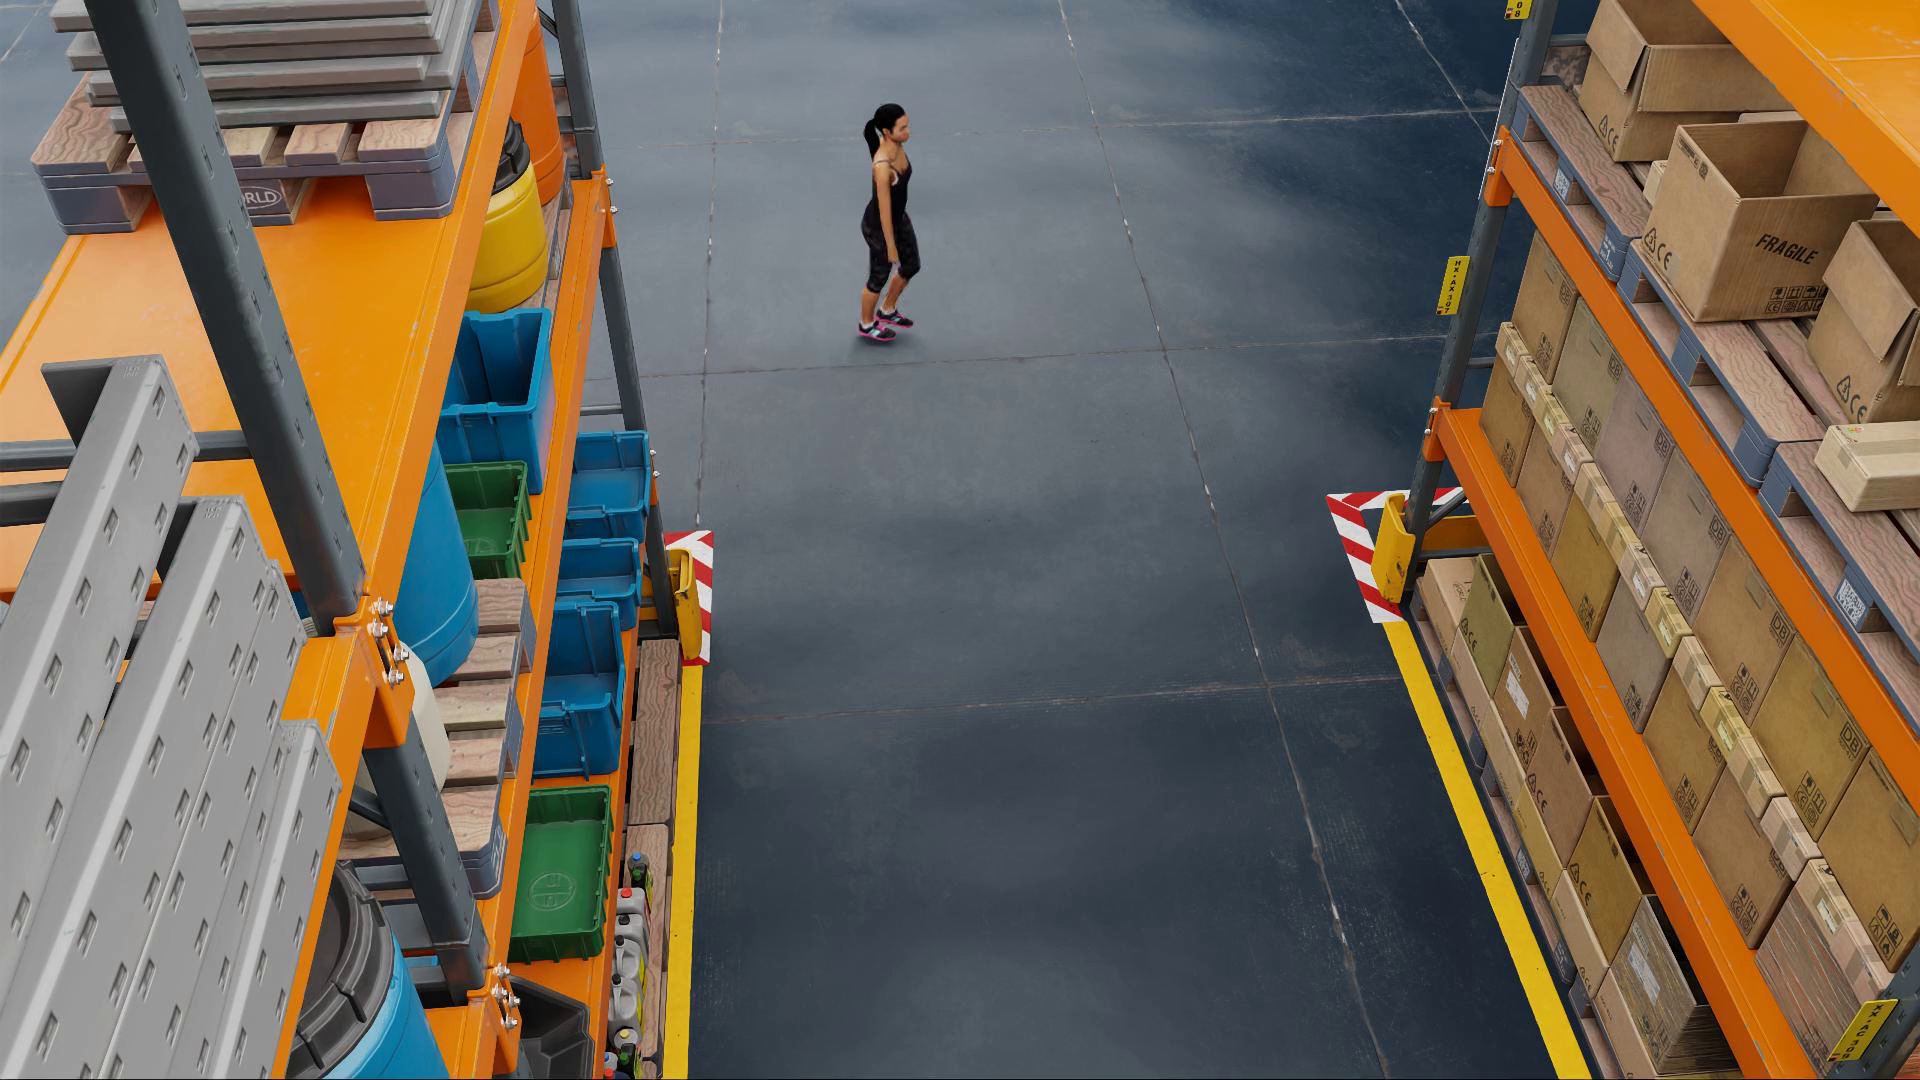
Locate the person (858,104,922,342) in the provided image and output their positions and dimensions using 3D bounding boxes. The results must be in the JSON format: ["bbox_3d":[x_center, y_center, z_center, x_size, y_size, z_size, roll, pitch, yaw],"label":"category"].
[{"bbox_3d":[-0.540,-1.968,10.423,0.739,1.706,0.669,8,43,8],"label":"person"}]
